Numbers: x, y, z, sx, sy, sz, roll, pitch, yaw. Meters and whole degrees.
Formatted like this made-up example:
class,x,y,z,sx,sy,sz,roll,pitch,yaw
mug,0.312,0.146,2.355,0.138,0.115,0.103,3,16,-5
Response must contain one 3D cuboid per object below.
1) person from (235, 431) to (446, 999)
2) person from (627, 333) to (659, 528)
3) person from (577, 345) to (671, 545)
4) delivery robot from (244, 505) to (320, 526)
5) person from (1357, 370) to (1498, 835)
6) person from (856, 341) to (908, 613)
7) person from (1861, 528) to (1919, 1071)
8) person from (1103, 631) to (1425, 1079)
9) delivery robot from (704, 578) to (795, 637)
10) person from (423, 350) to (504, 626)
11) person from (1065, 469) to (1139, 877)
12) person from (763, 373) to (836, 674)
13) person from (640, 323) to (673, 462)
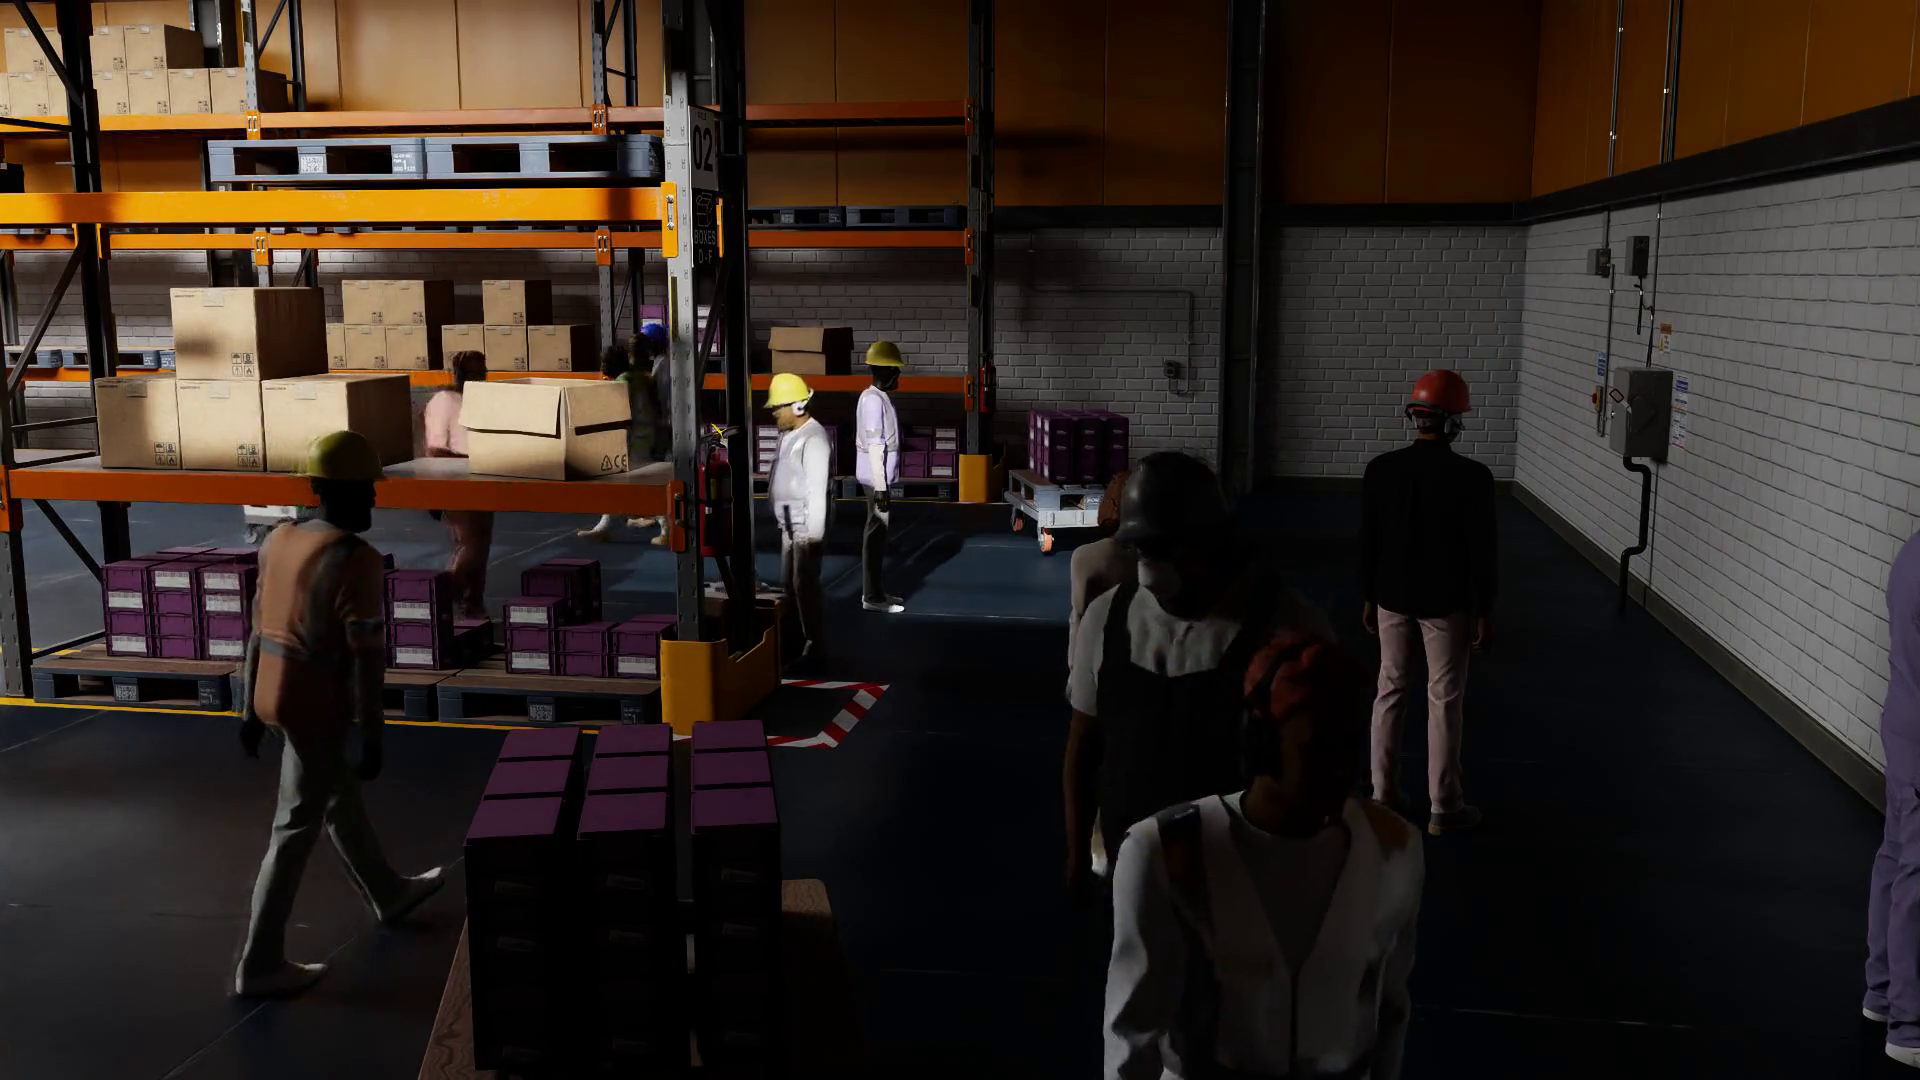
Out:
class,x,y,z,sx,sy,sz,roll,pitch,yaw
person,-2.144,0.562,5.760,0.597,1.861,0.990,7,11,37
person,-3.040,-1.041,15.765,0.346,1.840,0.505,0,9,-1
person,-2.891,-0.816,14.605,0.943,1.782,0.661,0,9,-2
delivery robot,-6.002,-0.287,14.770,0.707,0.478,0.477,4,10,23
person,2.022,0.265,7.182,0.622,1.992,0.393,8,12,41
person,-0.553,-0.451,11.833,0.373,1.925,0.595,0,9,-2
person,3.019,0.652,5.053,0.404,1.910,0.636,3,10,20
person,0.509,1.055,2.831,0.585,1.831,1.022,-1,9,-8
delivery robot,-1.381,0.407,10.466,0.707,0.478,0.477,4,10,21
person,-3.283,-0.333,11.188,0.427,1.889,0.666,3,10,18
person,0.669,0.533,6.652,0.517,1.631,0.291,-2,9,-11
person,-0.960,-0.097,10.007,0.441,1.806,0.616,-4,10,-23
person,-2.843,-1.122,16.027,0.514,1.918,0.657,-2,9,-10
